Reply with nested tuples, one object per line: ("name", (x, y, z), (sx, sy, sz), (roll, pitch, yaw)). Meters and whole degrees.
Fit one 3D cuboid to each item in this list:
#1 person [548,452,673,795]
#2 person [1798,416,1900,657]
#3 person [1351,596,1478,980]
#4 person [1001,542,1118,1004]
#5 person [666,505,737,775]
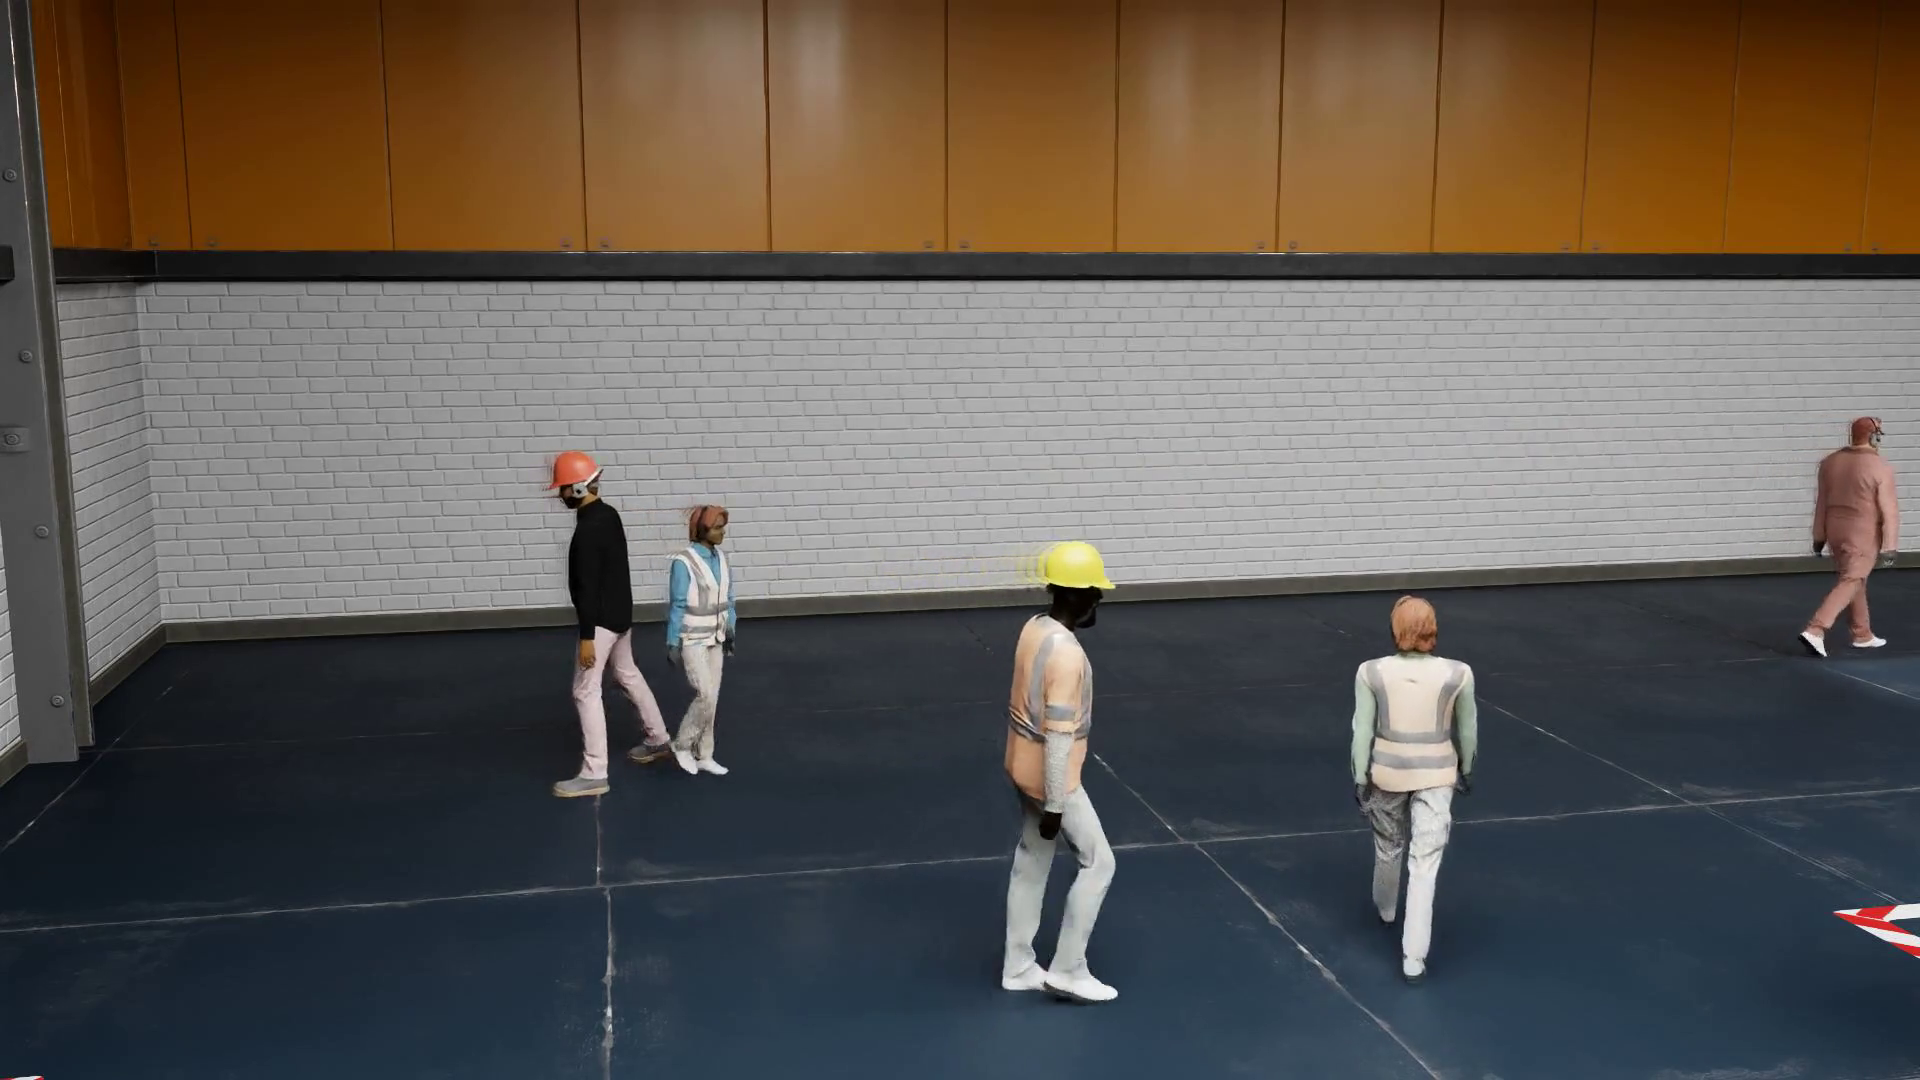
("person", (-2.044, 0.459, 9.663), (0.591, 1.956, 0.842), (1, 9, 5))
("person", (6.909, -0.032, 12.884), (0.952, 1.869, 0.654), (-3, 10, -18))
("person", (1.972, 1.035, 7.241), (0.517, 1.591, 0.874), (3, 10, 19))
("person", (0.432, 0.947, 6.799), (0.595, 1.905, 0.599), (-2, 10, -14))
("person", (-1.497, 0.602, 9.746), (0.370, 1.623, 0.550), (5, 10, 26))
